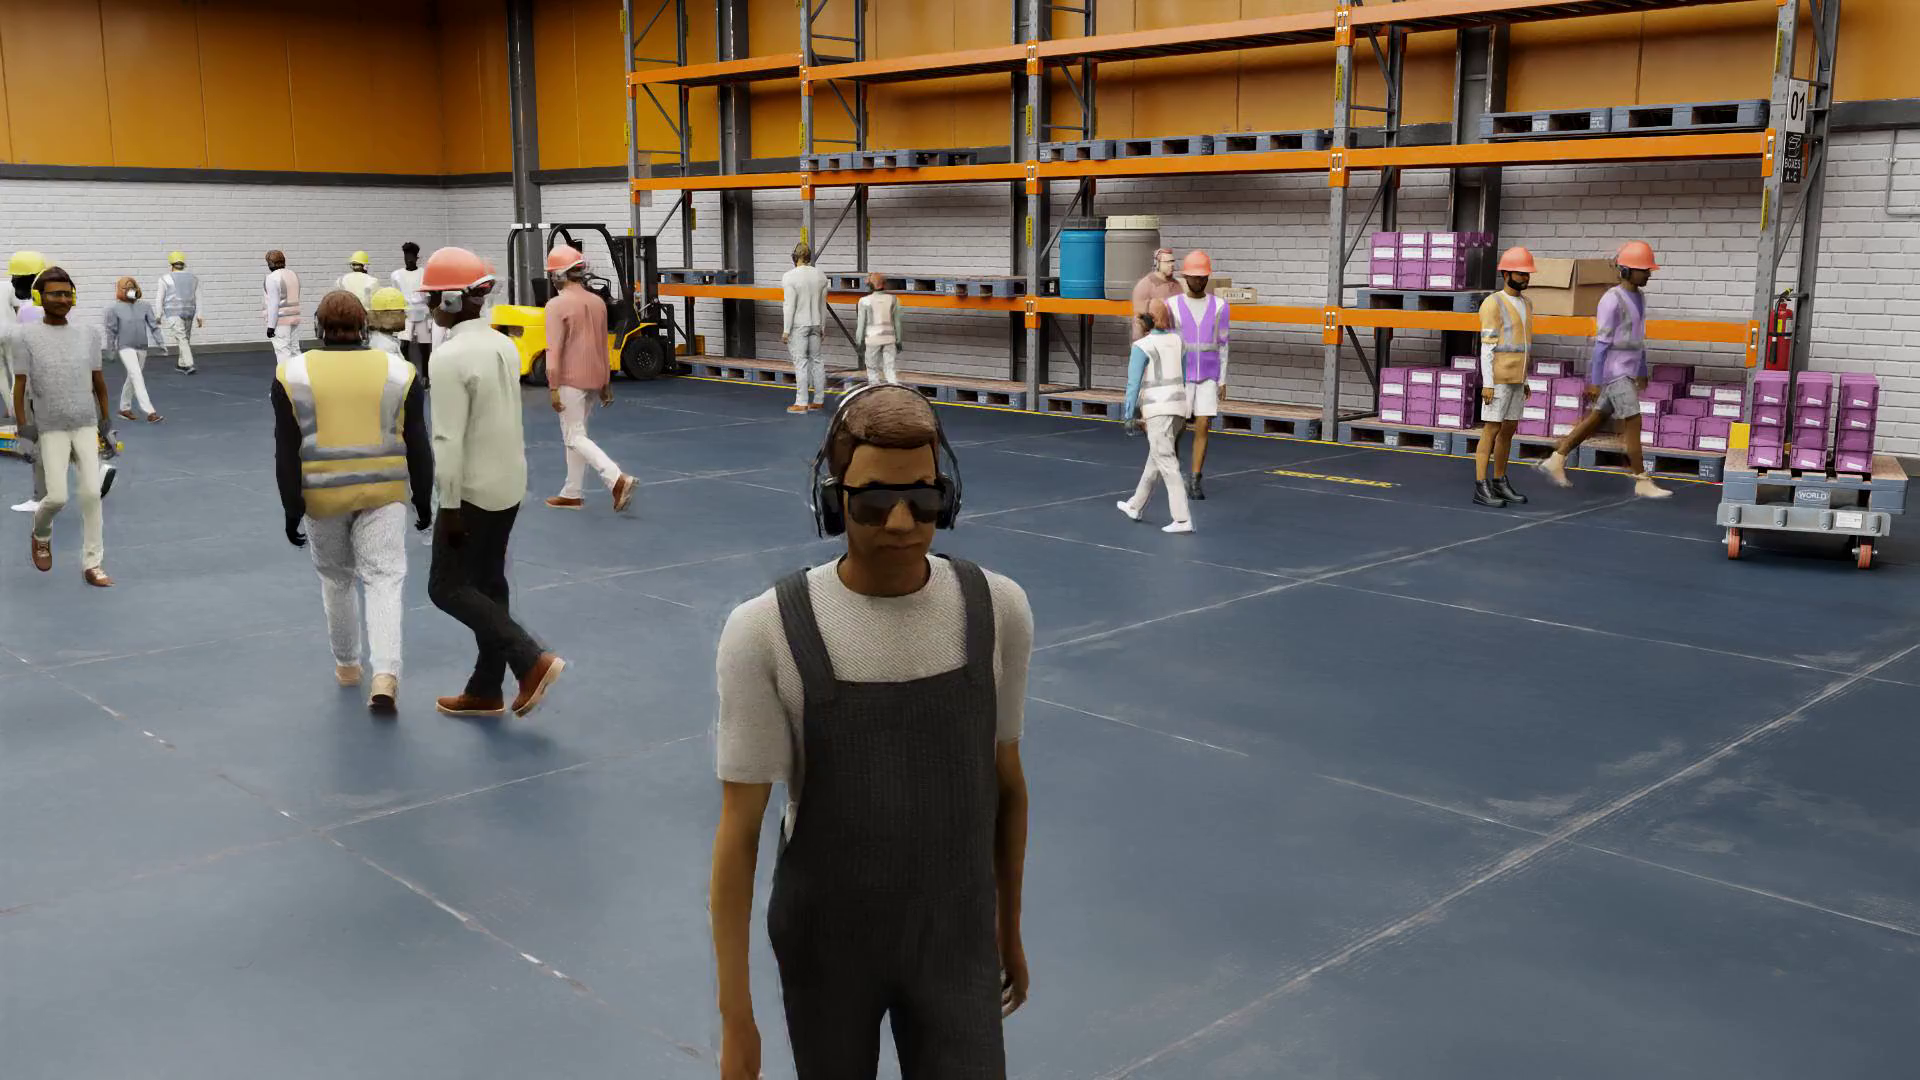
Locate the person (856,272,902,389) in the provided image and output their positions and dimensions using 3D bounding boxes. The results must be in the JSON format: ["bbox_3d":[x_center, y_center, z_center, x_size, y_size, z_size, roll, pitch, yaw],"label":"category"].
[{"bbox_3d":[-0.882,-2.219,18.816,0.556,1.614,0.631,-4,11,-20],"label":"person"}]

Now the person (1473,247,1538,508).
[{"bbox_3d":[4.109,-1.213,12.440,0.551,1.935,0.371,-8,13,-38],"label":"person"}]

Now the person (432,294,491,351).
[{"bbox_3d":[-4.781,-1.805,15.855,0.678,1.860,0.622,6,12,31],"label":"person"}]

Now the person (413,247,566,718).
[{"bbox_3d":[-1.930,-0.204,6.833,0.570,1.978,0.628,3,11,15],"label":"person"}]

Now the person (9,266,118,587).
[{"bbox_3d":[-5.194,-0.652,9.639,0.601,1.855,0.521,9,14,40],"label":"person"}]

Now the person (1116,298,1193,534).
[{"bbox_3d":[1.336,-0.856,11.429,0.523,1.586,0.833,-9,14,-41],"label":"person"}]

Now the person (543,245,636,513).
[{"bbox_3d":[-2.715,-1.150,12.059,0.864,1.961,0.621,5,12,27],"label":"person"}]

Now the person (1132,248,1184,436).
[{"bbox_3d":[2.027,-1.962,16.632,0.639,1.894,0.496,-9,14,-41],"label":"person"}]

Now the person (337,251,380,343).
[{"bbox_3d":[-7.924,-2.921,22.127,0.604,1.803,0.819,0,10,1],"label":"person"}]

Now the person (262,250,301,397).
[{"bbox_3d":[-8.508,-2.706,20.857,0.430,1.840,0.619,2,11,9],"label":"person"}]

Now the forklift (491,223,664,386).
[{"bbox_3d":[-5.316,-3.263,22.920,2.313,2.155,1.214,-10,14,-44],"label":"forklift"}]

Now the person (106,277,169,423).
[{"bbox_3d":[-8.972,-2.065,18.060,0.889,1.578,0.509,6,12,30],"label":"person"}]

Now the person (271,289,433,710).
[{"bbox_3d":[-2.607,-0.181,7.202,0.639,1.802,0.949,-4,11,-22],"label":"person"}]

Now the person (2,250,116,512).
[{"bbox_3d":[-6.656,-1.151,12.165,0.618,1.914,0.600,-1,10,-6],"label":"person"}]

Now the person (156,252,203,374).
[{"bbox_3d":[-11.438,-3.327,24.400,0.942,1.790,0.590,8,13,39],"label":"person"}]

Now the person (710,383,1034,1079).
[{"bbox_3d":[-0.104,0.671,2.541,0.541,1.795,0.954,-3,11,-15],"label":"person"}]

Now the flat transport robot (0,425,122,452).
[{"bbox_3d":[-8.555,-0.935,15.472,1.431,0.197,0.652,6,12,28],"label":"flat transport robot"}]

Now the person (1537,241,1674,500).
[{"bbox_3d":[5.053,-1.327,12.959,1.030,1.989,0.697,9,14,40],"label":"person"}]

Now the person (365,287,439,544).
[{"bbox_3d":[-3.671,-0.762,10.666,0.905,1.703,0.484,-3,11,-15],"label":"person"}]

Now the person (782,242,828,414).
[{"bbox_3d":[-1.772,-2.409,18.958,0.356,1.938,0.633,10,14,43],"label":"person"}]

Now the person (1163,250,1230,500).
[{"bbox_3d":[1.805,-1.289,12.936,0.547,1.915,0.668,0,10,-1],"label":"person"}]

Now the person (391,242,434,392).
[{"bbox_3d":[-7.029,-2.847,21.375,0.603,1.930,0.720,0,10,-2],"label":"person"}]

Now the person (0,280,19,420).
[{"bbox_3d":[-10.443,-2.203,18.134,0.564,1.835,0.765,-8,13,-38],"label":"person"}]
